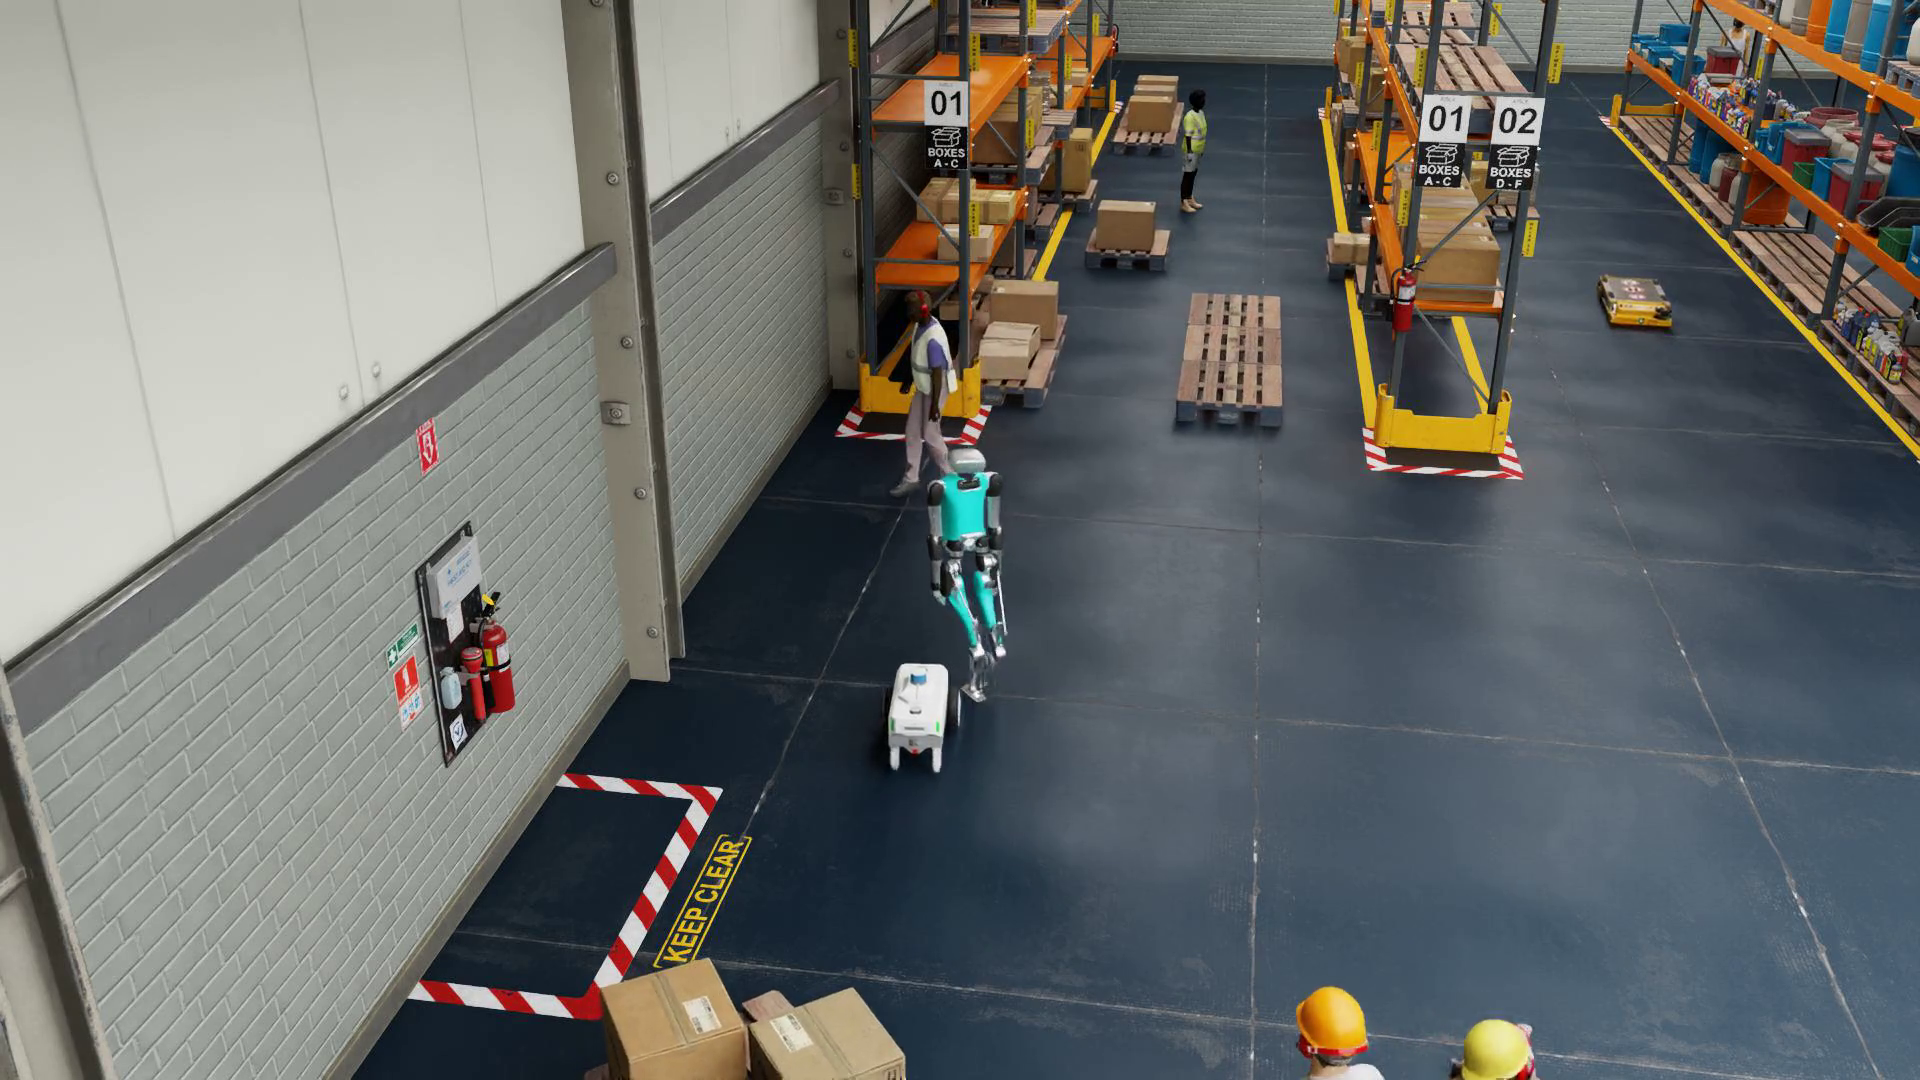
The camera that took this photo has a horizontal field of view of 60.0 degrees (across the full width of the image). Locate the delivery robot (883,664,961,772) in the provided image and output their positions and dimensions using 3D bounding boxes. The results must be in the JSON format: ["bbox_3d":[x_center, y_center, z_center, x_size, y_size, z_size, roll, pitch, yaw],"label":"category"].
[{"bbox_3d":[-0.261,1.094,10.678,0.499,0.595,0.791,1,25,3],"label":"delivery robot"}]

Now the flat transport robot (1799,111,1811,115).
[{"bbox_3d":[12.734,-6.024,26.251,0.659,0.231,1.431,5,25,10],"label":"flat transport robot"}]

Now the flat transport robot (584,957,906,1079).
[{"bbox_3d":[-0.983,2.779,7.410,1.431,0.231,0.659,-16,30,-31],"label":"flat transport robot"}]

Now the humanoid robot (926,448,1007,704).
[{"bbox_3d":[0.119,0.326,10.940,0.530,1.786,0.721,-10,27,-21],"label":"humanoid robot"}]

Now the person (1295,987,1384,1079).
[{"bbox_3d":[1.294,2.457,6.202,0.581,1.897,0.420,-14,28,-27],"label":"person"}]

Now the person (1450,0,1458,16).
[{"bbox_3d":[9.304,-9.397,31.701,0.309,1.768,0.524,-13,28,-26],"label":"person"}]

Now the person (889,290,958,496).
[{"bbox_3d":[-0.341,-1.261,14.242,0.640,1.800,0.634,-8,26,-16],"label":"person"}]

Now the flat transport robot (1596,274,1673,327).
[{"bbox_3d":[7.820,-2.784,19.316,0.659,0.231,1.431,6,26,12],"label":"flat transport robot"}]

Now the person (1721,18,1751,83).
[{"bbox_3d":[13.644,-8.381,29.409,0.530,1.858,0.386,6,26,12],"label":"person"}]

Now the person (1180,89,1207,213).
[{"bbox_3d":[3.286,-5.471,23.377,0.319,1.698,0.531,12,28,24],"label":"person"}]

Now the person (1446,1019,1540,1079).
[{"bbox_3d":[2.017,2.513,6.304,0.556,1.707,0.822,3,25,6],"label":"person"}]
